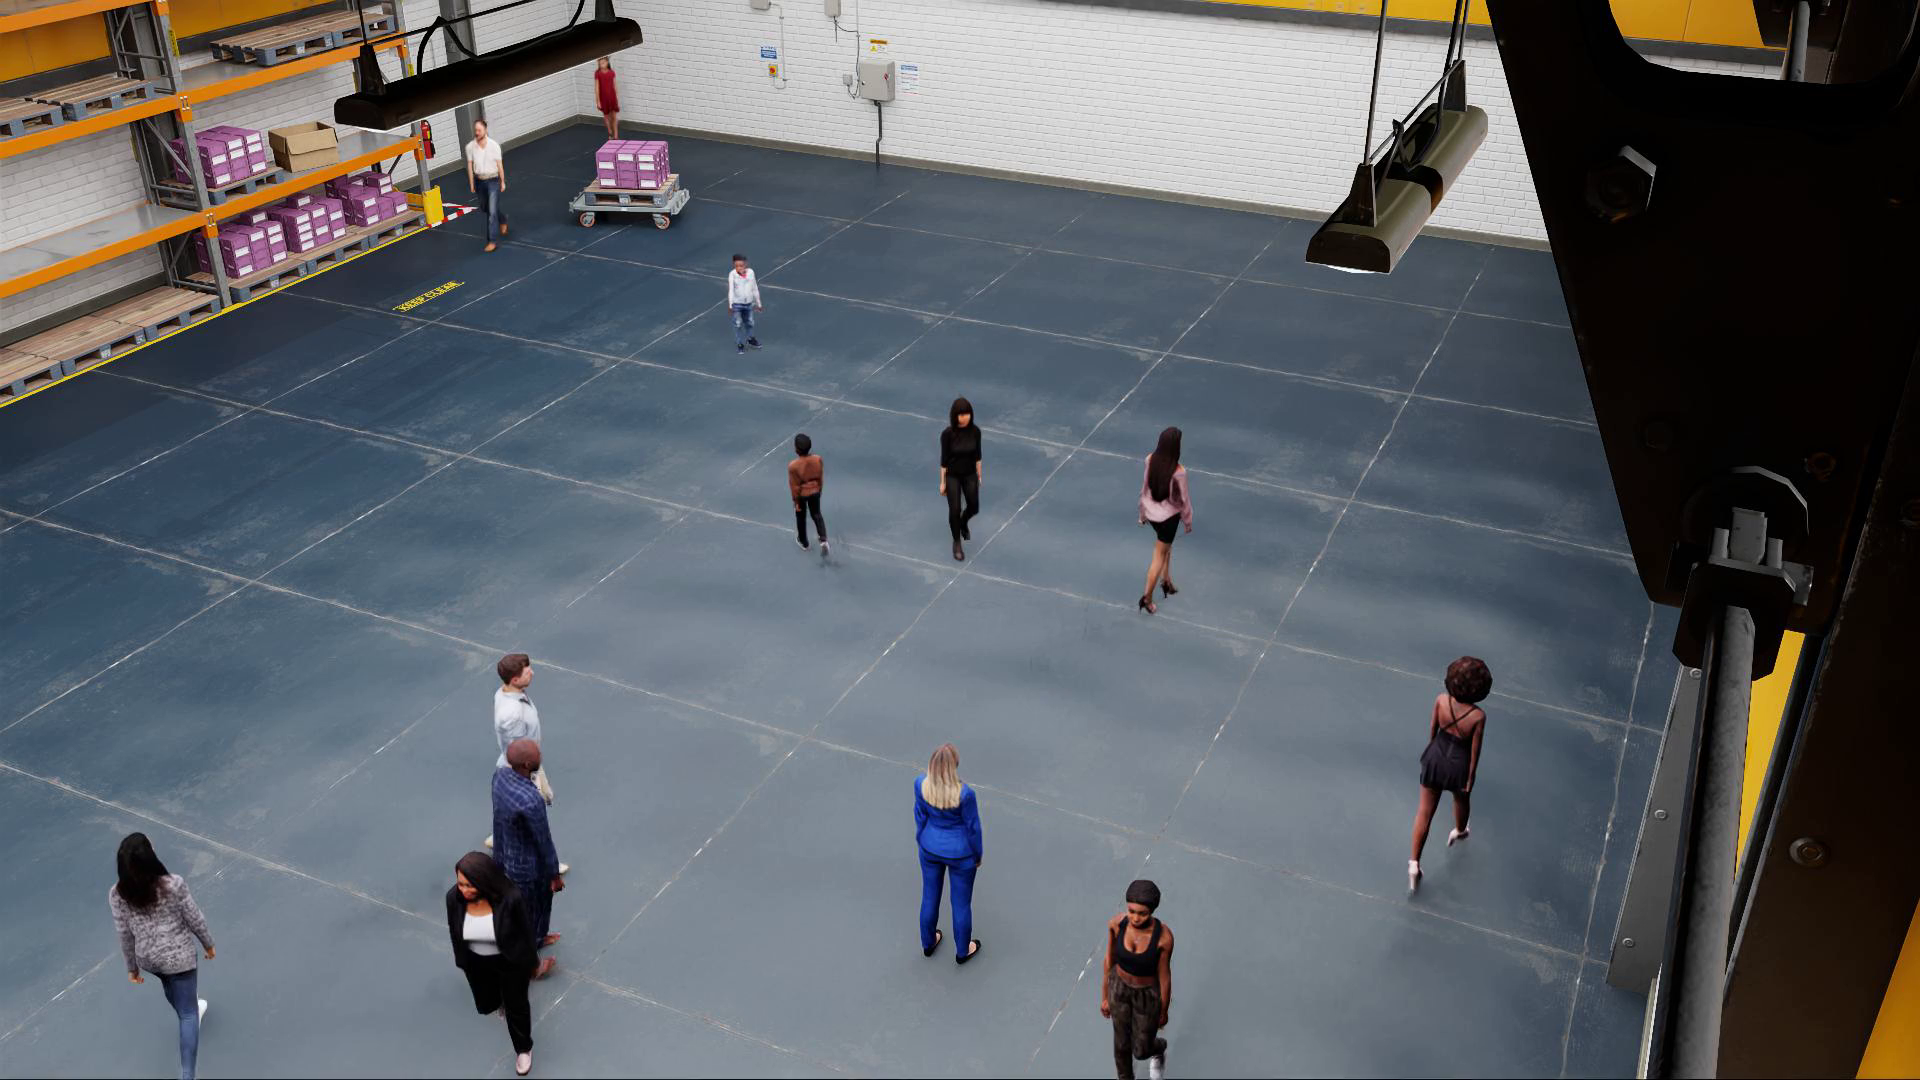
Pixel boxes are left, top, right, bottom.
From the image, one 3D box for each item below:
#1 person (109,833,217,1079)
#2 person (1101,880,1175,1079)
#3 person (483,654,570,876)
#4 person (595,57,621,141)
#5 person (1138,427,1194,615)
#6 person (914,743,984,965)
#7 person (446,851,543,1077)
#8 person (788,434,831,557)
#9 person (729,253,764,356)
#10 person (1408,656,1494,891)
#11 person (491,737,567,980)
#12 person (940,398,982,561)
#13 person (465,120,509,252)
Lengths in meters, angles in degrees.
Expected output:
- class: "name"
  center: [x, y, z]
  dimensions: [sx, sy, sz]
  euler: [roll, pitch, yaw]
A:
- class: "person"
  center: [-4.736, 2.541, 9.902]
  dimensions: [1.098, 1.691, 1.258]
  euler: [-5, 29, -9]
- class: "person"
  center: [1.063, 2.622, 9.755]
  dimensions: [0.605, 1.690, 0.784]
  euler: [15, 32, 26]
- class: "person"
  center: [-3.113, 1.599, 11.479]
  dimensions: [0.936, 1.835, 0.887]
  euler: [-7, 29, -13]
- class: "person"
  center: [-6.088, -7.665, 28.791]
  dimensions: [0.890, 1.520, 1.000]
  euler: [-10, 30, -17]
- class: "person"
  center: [1.727, -0.132, 14.697]
  dimensions: [0.911, 1.792, 0.816]
  euler: [-23, 36, -35]
- class: "person"
  center: [-0.084, 2.035, 10.821]
  dimensions: [0.611, 1.701, 0.534]
  euler: [12, 31, 21]
- class: "person"
  center: [-2.809, 2.483, 10.106]
  dimensions: [0.903, 1.599, 0.996]
  euler: [-5, 29, -8]
- class: "person"
  center: [-1.423, -0.415, 15.791]
  dimensions: [0.820, 1.242, 0.847]
  euler: [-14, 32, -25]
- class: "person"
  center: [-2.671, -2.943, 20.421]
  dimensions: [0.729, 1.246, 0.787]
  euler: [-14, 32, -24]
- class: "person"
  center: [3.336, 1.642, 11.501]
  dimensions: [0.680, 1.739, 1.103]
  euler: [19, 34, 30]
- class: "person"
  center: [-2.863, 2.071, 10.659]
  dimensions: [0.846, 1.793, 0.822]
  euler: [-23, 36, -36]
- class: "person"
  center: [-0.024, -0.628, 15.775]
  dimensions: [0.771, 1.632, 0.838]
  euler: [-7, 29, -13]
- class: "person"
  center: [-6.718, -5.131, 23.820]
  dimensions: [0.868, 1.833, 1.199]
  euler: [5, 29, 9]
